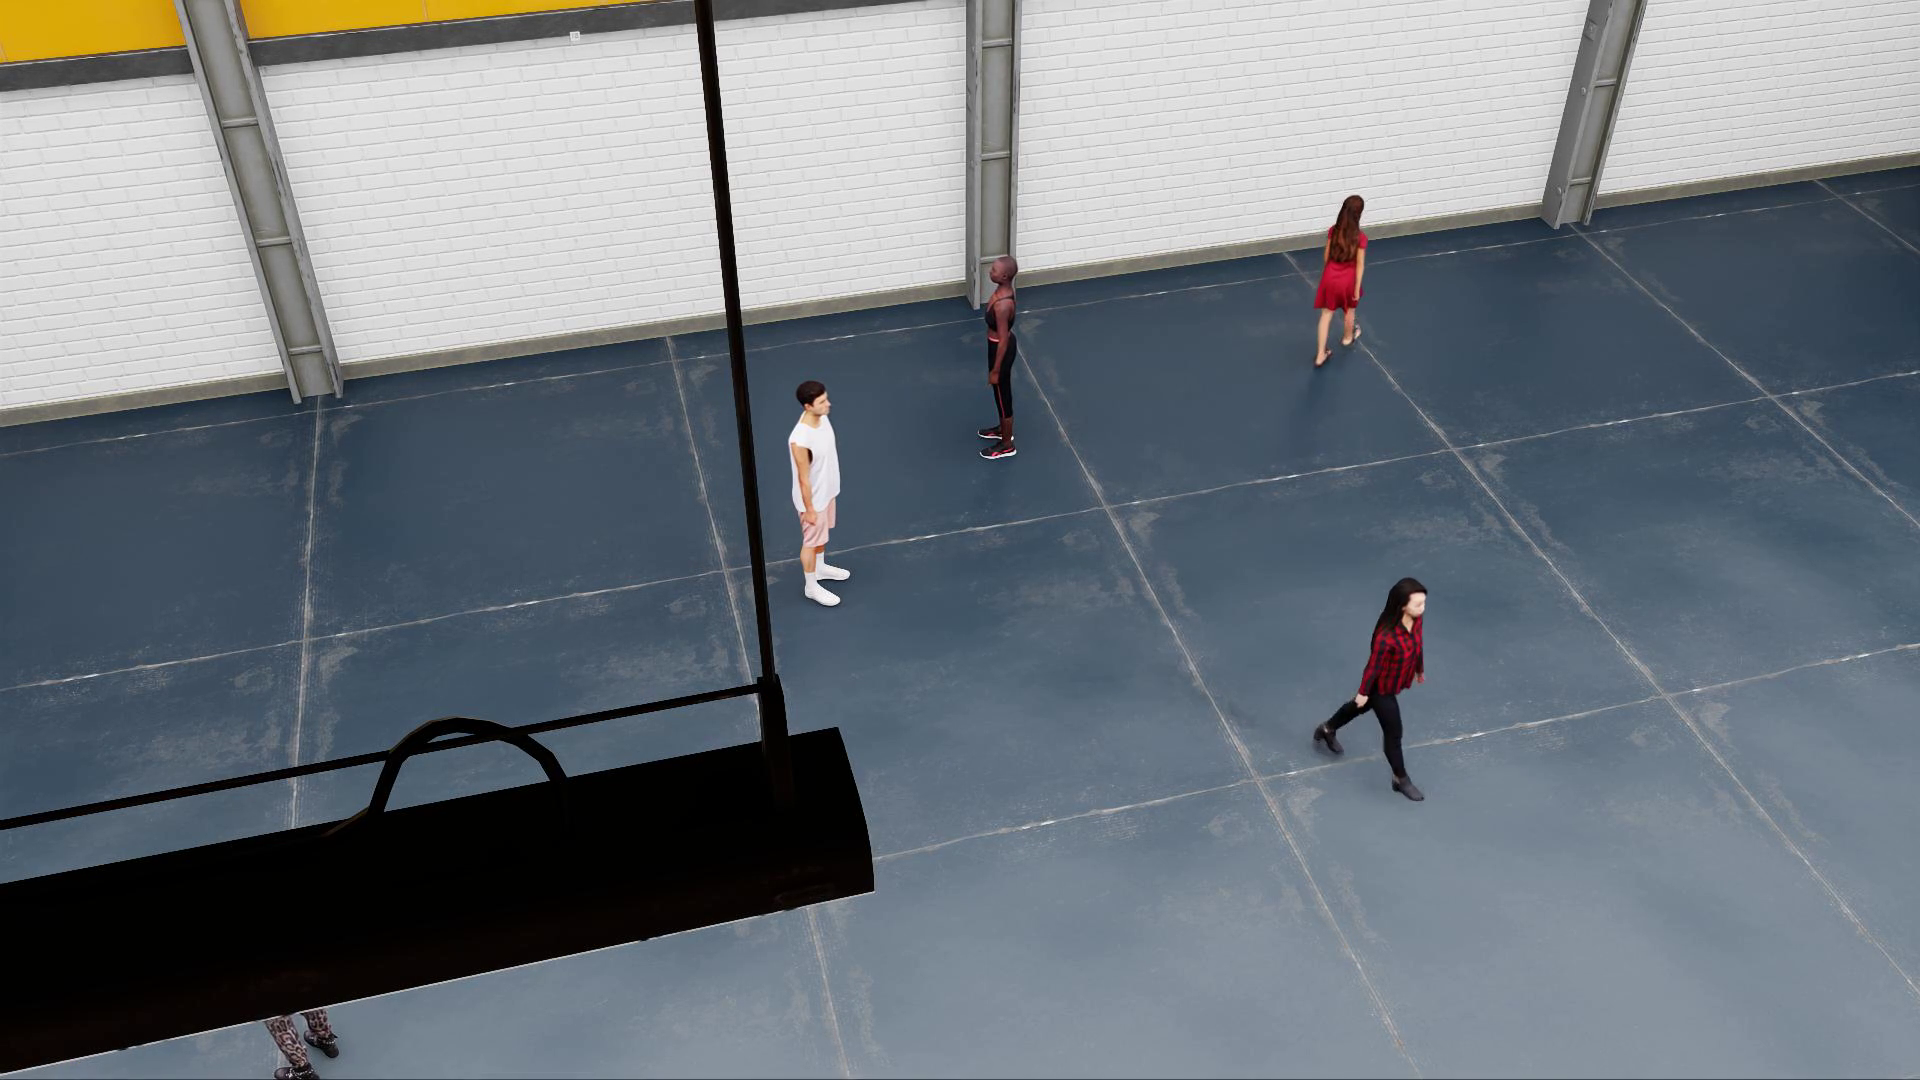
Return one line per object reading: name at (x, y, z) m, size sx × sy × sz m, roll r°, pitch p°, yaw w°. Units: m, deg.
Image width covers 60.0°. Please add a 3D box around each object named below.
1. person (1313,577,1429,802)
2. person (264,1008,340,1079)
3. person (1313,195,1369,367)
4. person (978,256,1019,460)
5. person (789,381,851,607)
person at (2.557, 0.848, 10.335) m, size 1.042 × 1.613 × 1.081 m, roll 28°, pitch 46°, yaw 30°
person at (-3.548, 2.210, 8.549) m, size 0.728 × 1.713 × 0.679 m, roll 15°, pitch 41°, yaw 18°
person at (3.214, -2.181, 14.194) m, size 0.890 × 1.529 × 0.972 m, roll 22°, pitch 44°, yaw 26°
person at (0.339, -1.453, 13.100) m, size 0.611 × 1.757 × 0.631 m, roll 0°, pitch 39°, yaw 0°
person at (-1.024, -0.356, 11.704) m, size 0.735 × 1.786 × 0.731 m, roll 8°, pitch 39°, yaw 10°
